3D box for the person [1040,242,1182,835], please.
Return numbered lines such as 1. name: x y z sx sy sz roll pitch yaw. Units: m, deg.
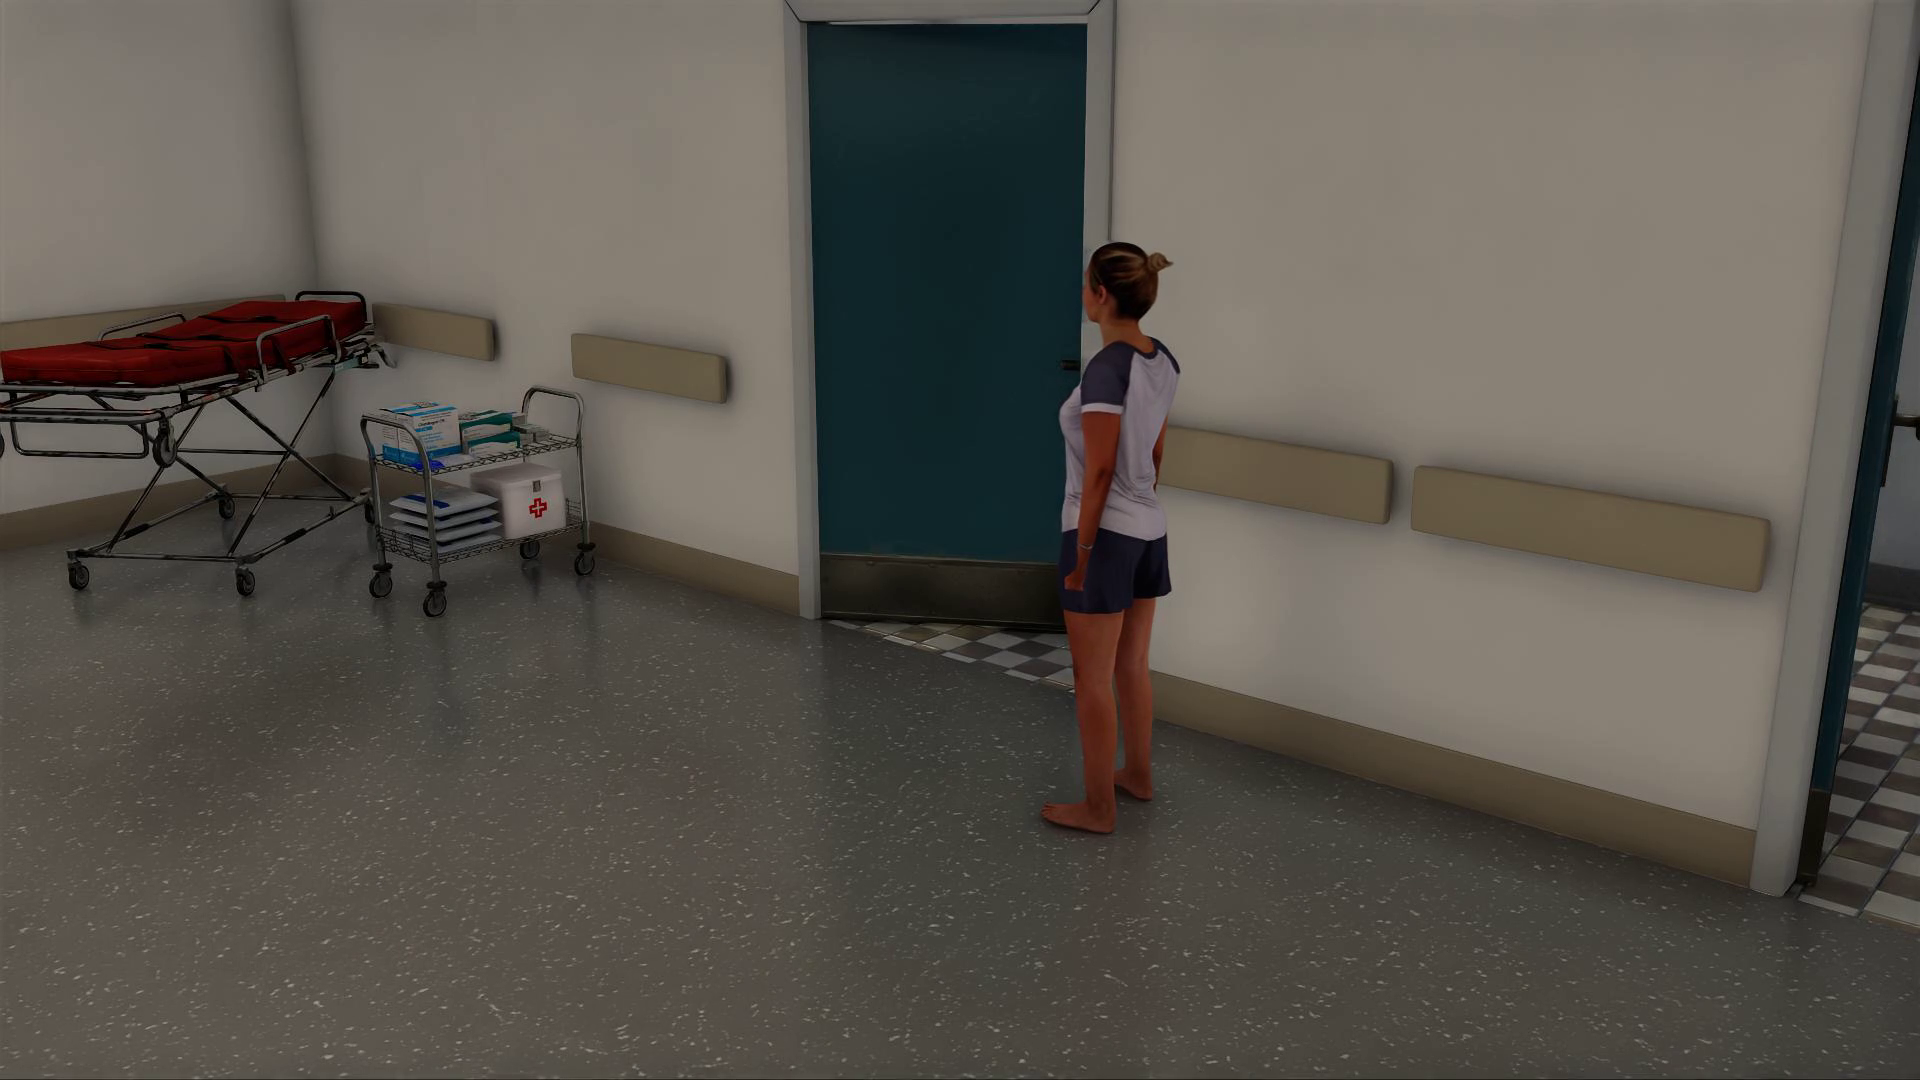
1. person: 0.424 0.000 4.563 0.573 1.625 0.602 10 19 32
